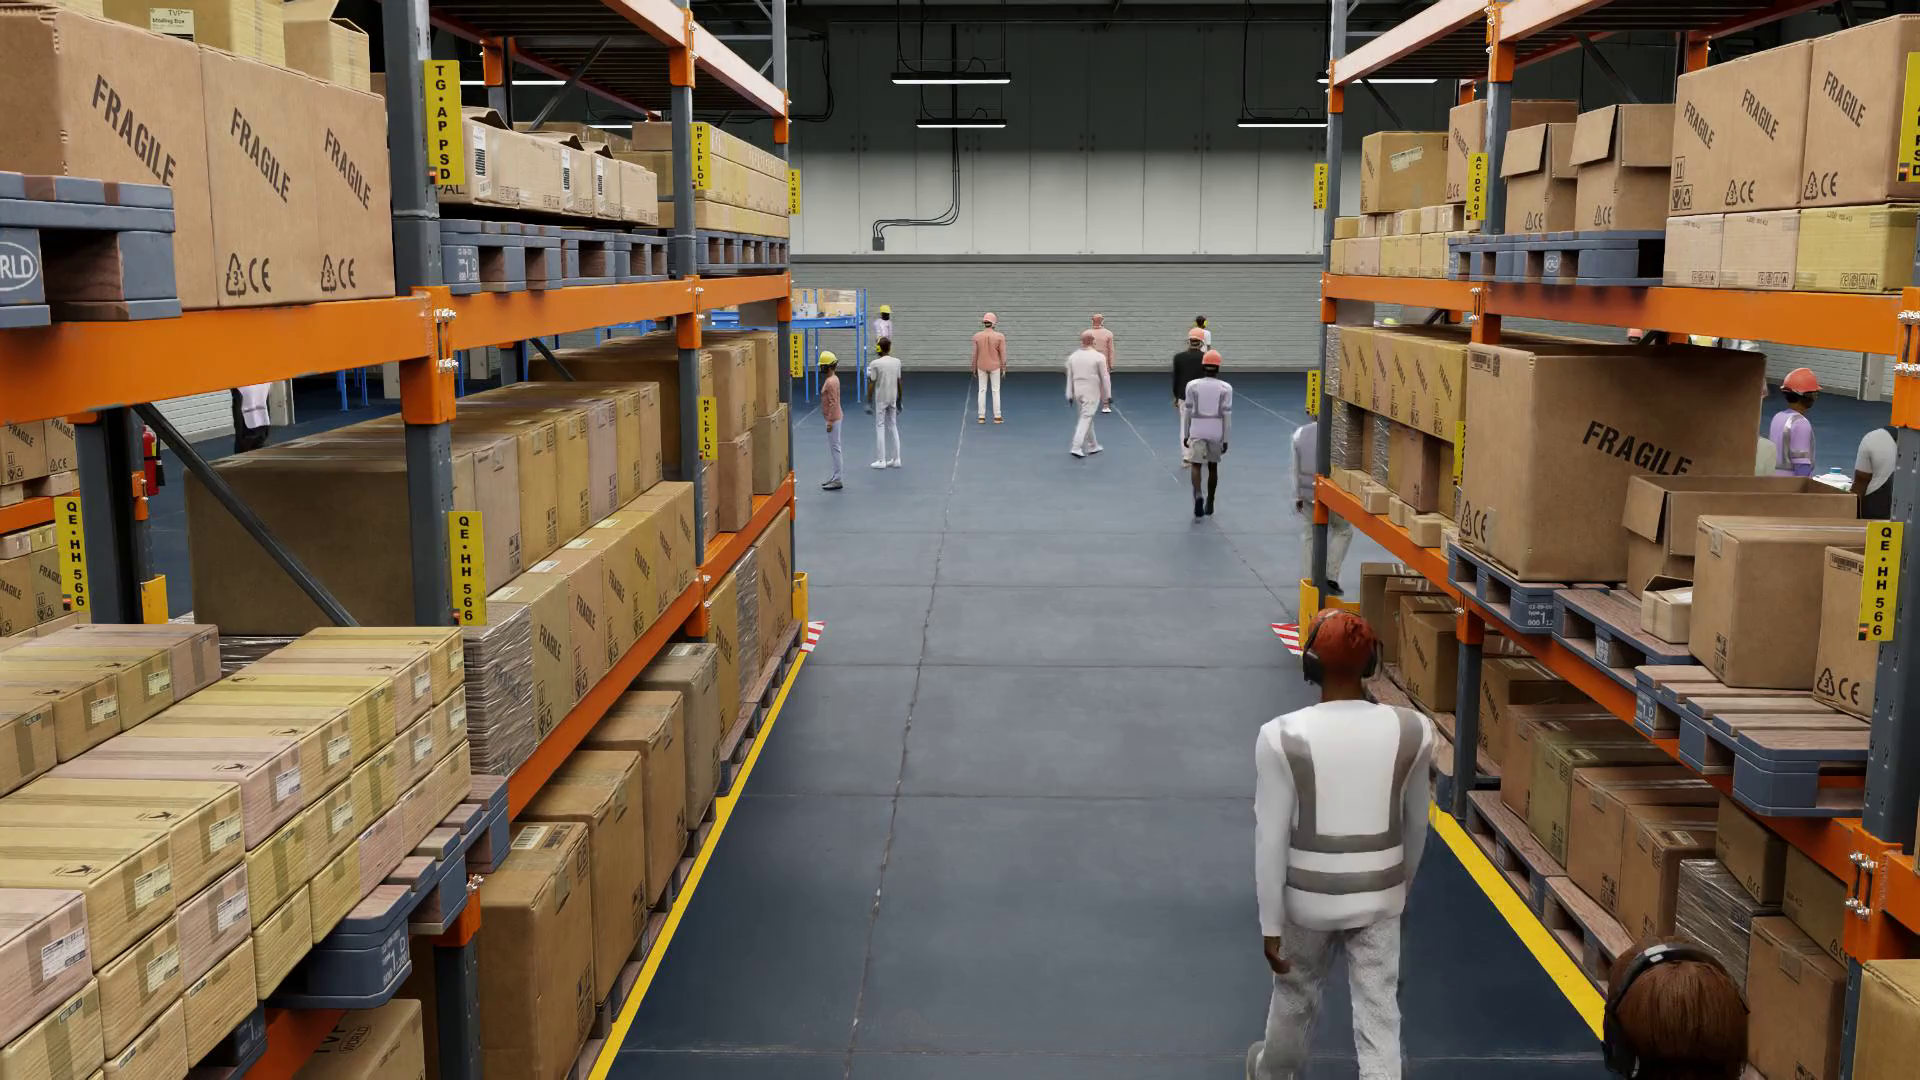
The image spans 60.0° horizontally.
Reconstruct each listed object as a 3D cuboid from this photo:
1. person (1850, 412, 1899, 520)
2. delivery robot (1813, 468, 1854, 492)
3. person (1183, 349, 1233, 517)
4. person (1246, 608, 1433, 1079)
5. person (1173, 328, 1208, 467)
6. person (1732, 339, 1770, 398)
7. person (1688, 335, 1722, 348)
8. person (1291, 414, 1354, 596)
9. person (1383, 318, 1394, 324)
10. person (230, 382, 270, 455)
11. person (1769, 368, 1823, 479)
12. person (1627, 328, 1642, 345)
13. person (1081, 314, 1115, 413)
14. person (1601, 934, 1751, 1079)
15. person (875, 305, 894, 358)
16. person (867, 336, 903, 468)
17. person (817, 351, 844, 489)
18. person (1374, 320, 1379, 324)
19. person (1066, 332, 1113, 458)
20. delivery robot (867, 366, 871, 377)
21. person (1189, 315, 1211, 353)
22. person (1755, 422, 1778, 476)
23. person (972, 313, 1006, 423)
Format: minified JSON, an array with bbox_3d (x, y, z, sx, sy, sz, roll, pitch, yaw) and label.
[{"bbox_3d":[7.123,-0.188,12.600,0.714,2.000,0.857,5,11,26],"label":"person"},{"bbox_3d":[10.076,-0.590,19.166,0.477,0.478,0.707,-2,10,-12],"label":"delivery robot"},{"bbox_3d":[2.832,-1.218,19.022,0.545,1.916,0.840,1,10,5],"label":"person"},{"bbox_3d":[1.183,1.122,5.243,0.572,1.835,0.998,0,9,-2],"label":"person"},{"bbox_3d":[3.379,-2.065,23.969,0.619,1.954,0.947,3,10,16],"label":"person"},{"bbox_3d":[16.982,-4.003,35.797,0.803,1.898,0.560,-1,10,-5],"label":"person"},{"bbox_3d":[14.457,-3.399,32.305,0.634,1.839,0.429,5,11,29],"label":"person"},{"bbox_3d":[3.149,-0.393,14.356,0.465,1.816,0.628,-9,13,-43],"label":"person"},{"bbox_3d":[8.870,-3.726,34.551,0.526,1.751,0.523,8,12,40],"label":"person"},{"bbox_3d":[-8.420,-1.349,19.845,0.566,1.902,0.595,4,10,23],"label":"person"},{"bbox_3d":[6.801,-0.377,13.585,0.366,2.046,0.614,1,10,6],"label":"person"},{"bbox_3d":[10.574,-2.426,26.236,0.544,1.924,0.679,3,10,19],"label":"person"},{"bbox_3d":[2.670,-3.411,32.169,0.643,1.913,0.410,2,10,13],"label":"person"},{"bbox_3d":[1.157,1.551,2.701,0.636,1.823,0.578,1,10,6],"label":"person"},{"bbox_3d":[-1.758,-4.571,39.127,0.421,1.910,0.592,8,12,38],"label":"person"},{"bbox_3d":[-1.057,-1.955,23.608,0.540,1.860,0.354,-6,11,-33],"label":"person"},{"bbox_3d":[-1.664,-1.539,21.394,0.329,1.765,0.526,0,9,-2],"label":"person"},{"bbox_3d":[9.525,-4.520,39.089,0.660,1.811,0.833,2,10,12],"label":"person"},{"bbox_3d":[1.917,-2.181,24.982,0.645,1.862,0.984,9,13,43],"label":"person"},{"bbox_3d":[-1.930,-4.065,39.984,0.707,0.478,0.477,4,10,23],"label":"delivery robot"},{"bbox_3d":[4.838,-3.593,33.422,0.556,1.855,0.449,9,13,42],"label":"person"},{"bbox_3d":[5.894,-0.181,12.731,0.622,1.952,1.023,1,10,9],"label":"person"},{"bbox_3d":[0.534,-3.116,30.154,0.617,1.990,0.393,2,10,12],"label":"person"}]
